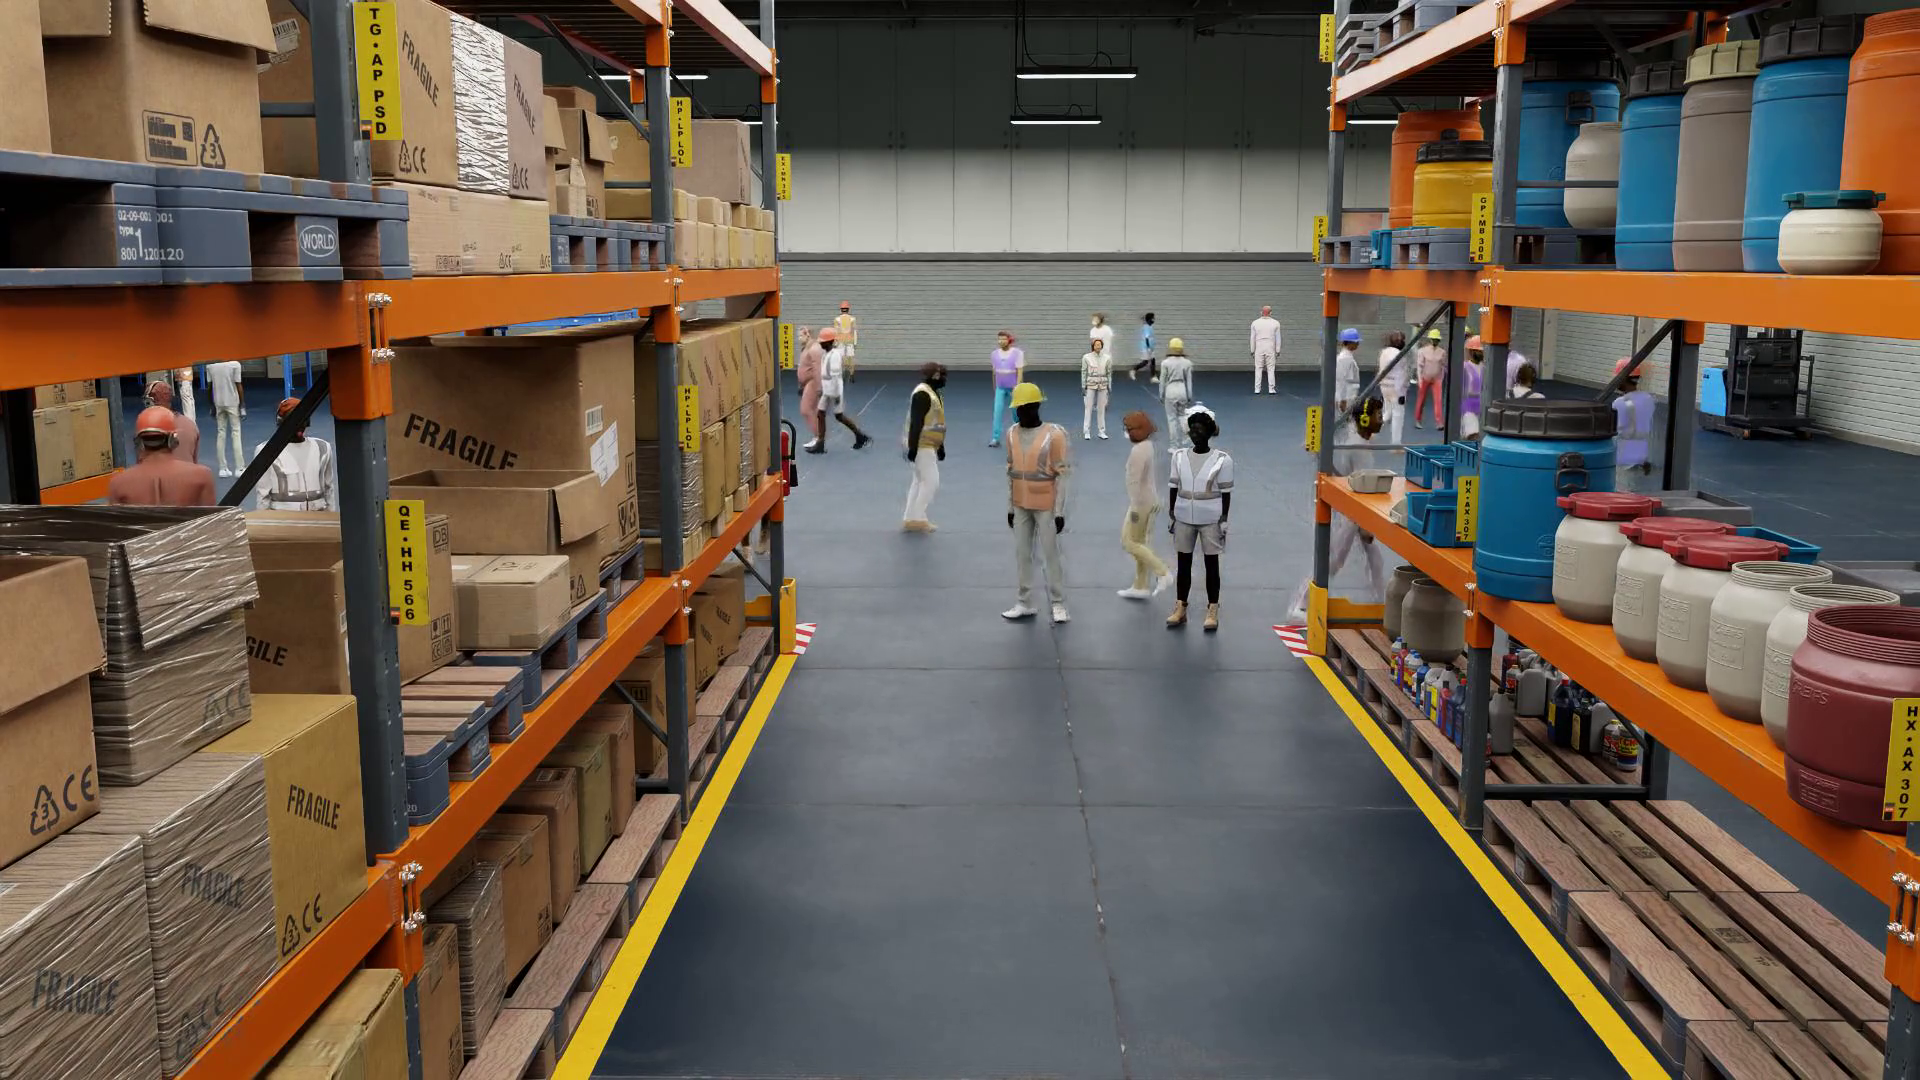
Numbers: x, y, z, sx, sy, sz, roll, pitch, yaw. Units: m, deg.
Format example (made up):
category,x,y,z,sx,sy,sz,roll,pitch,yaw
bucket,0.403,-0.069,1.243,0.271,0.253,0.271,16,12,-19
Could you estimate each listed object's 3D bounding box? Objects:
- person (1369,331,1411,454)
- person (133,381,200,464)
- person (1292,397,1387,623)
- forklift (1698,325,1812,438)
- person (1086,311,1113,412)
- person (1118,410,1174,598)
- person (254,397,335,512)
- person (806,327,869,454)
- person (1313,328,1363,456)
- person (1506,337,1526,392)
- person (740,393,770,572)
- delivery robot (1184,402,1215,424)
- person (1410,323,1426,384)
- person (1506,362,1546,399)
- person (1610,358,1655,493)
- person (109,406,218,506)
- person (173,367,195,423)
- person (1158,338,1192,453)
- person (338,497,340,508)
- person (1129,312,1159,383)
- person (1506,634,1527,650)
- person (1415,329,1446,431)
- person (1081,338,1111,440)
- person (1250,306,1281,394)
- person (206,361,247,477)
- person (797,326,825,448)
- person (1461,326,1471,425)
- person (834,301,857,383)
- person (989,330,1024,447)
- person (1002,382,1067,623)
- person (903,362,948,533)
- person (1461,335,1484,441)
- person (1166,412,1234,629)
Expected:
category,x,y,z,sx,sy,sz,roll,pitch,yaw
person,6.437,-2.214,24.931,0.613,1.829,0.623,-2,10,-11
person,-6.401,-0.326,13.396,0.410,1.909,0.643,2,10,13
person,3.088,-0.205,12.960,1.003,1.822,0.552,3,10,15
forklift,13.248,-3.165,27.620,1.129,2.768,1.873,0,9,1
person,2.641,-3.423,31.923,0.514,1.923,0.630,-6,11,-34
person,1.558,-0.288,14.006,0.437,1.620,0.519,3,10,20
person,-4.788,-0.090,12.055,0.355,1.883,0.575,9,13,43
person,-1.834,-2.254,25.009,0.916,1.903,0.554,-4,10,-23
person,5.490,-2.089,23.928,0.851,1.919,0.614,2,10,11
person,7.428,-1.898,22.914,0.930,1.864,0.659,-8,13,-41
person,-1.986,-0.748,15.641,0.627,2.007,0.893,1,10,6
delivery robot,3.972,-2.052,27.625,0.477,0.478,0.707,-2,10,-9
person,10.816,-4.508,39.369,0.416,1.596,0.583,6,11,31
person,6.006,-0.980,17.639,0.952,1.792,0.536,-8,12,-39
person,6.436,-0.800,16.164,0.557,1.921,0.553,-7,12,-35
person,-4.859,0.162,10.250,0.655,1.977,0.489,-3,10,-15
person,-13.430,-2.759,28.771,0.307,1.639,0.525,-2,10,-11
person,3.230,-2.170,25.007,0.485,1.725,0.389,-3,10,-16
person,-3.533,0.392,9.955,0.517,1.617,0.394,2,10,10
person,4.425,-4.574,39.518,0.701,1.678,0.539,4,10,23
person,4.324,-0.095,12.291,0.601,1.830,0.454,-7,12,-35
person,8.030,-2.726,28.352,0.529,1.718,0.925,-1,10,-5
person,2.207,-2.453,26.940,0.514,1.641,0.307,-2,10,-15
person,6.647,-4.132,36.198,0.652,1.906,0.402,2,10,13
person,-9.765,-1.772,22.167,0.520,1.873,0.335,1,10,9
person,-2.311,-2.355,25.665,0.429,1.882,0.656,-2,10,-13
person,8.839,-2.910,29.358,0.532,1.751,0.534,-1,10,-4
person,-2.730,-4.708,39.562,0.552,1.933,0.364,-2,10,-12
person,0.755,-2.381,26.016,0.567,1.808,0.917,4,10,24
person,0.624,-0.297,13.273,0.620,1.906,0.511,8,12,39
person,-0.378,-0.988,17.699,0.509,1.800,0.658,1,10,9
person,6.615,-1.638,21.211,0.567,1.918,0.652,-6,11,-34
person,1.867,-0.156,13.011,0.532,1.696,0.319,5,11,27
